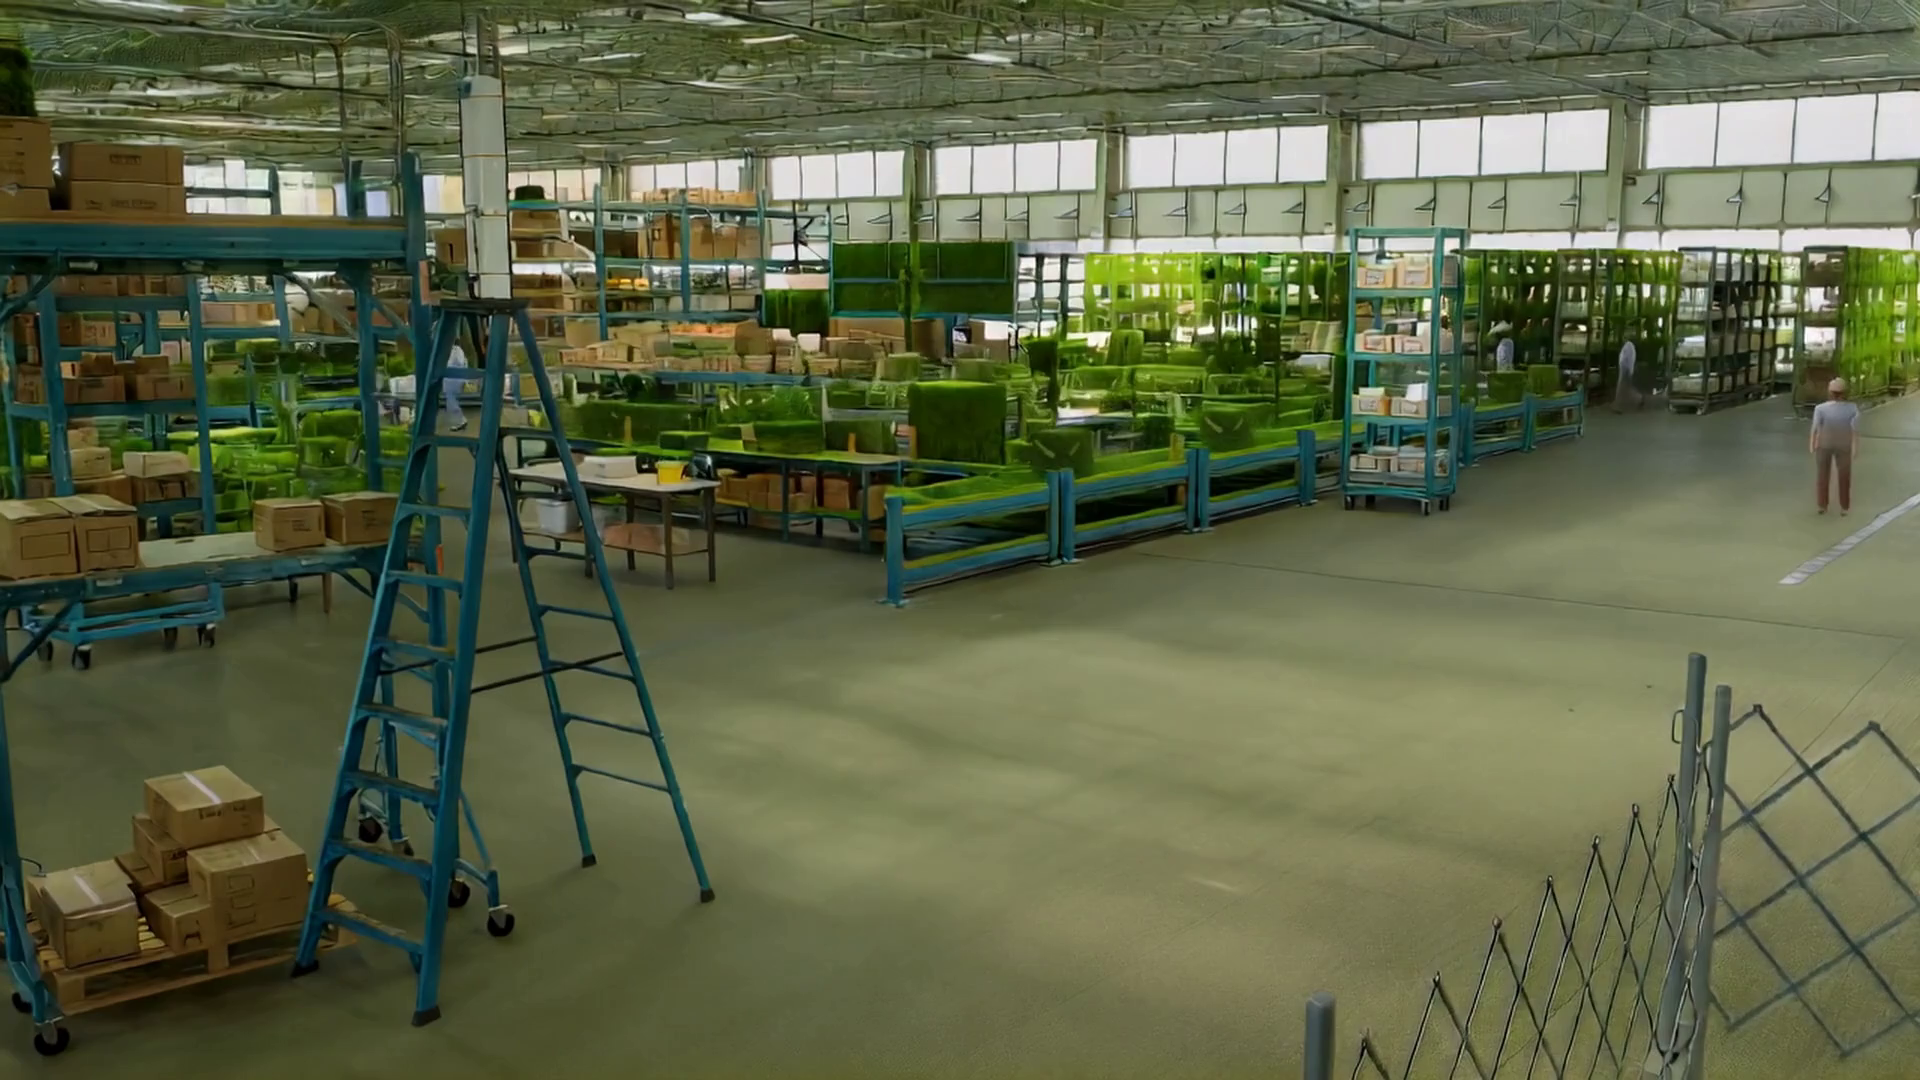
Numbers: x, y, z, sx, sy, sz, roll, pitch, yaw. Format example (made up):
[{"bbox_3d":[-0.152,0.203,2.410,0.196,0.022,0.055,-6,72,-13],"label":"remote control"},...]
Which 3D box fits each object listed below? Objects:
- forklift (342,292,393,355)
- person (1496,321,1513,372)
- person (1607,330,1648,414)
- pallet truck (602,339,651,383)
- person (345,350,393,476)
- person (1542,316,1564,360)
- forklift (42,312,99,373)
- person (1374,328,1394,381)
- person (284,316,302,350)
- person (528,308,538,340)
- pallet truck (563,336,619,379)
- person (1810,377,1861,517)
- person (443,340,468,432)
[{"bbox_3d":[-16.485,-5.622,45.120,1.129,2.768,1.873,7,11,37],"label":"forklift"},{"bbox_3d":[11.294,-3.518,34.589,0.392,2.045,0.608,3,10,19],"label":"person"},{"bbox_3d":[14.470,-3.620,35.933,0.742,1.822,0.571,6,11,34],"label":"person"},{"bbox_3d":[-8.991,-4.871,45.351,0.653,1.274,1.630,7,11,37],"label":"pallet truck"},{"bbox_3d":[-8.828,-1.888,24.891,0.946,1.903,0.545,-6,11,-34],"label":"person"},{"bbox_3d":[17.003,-5.578,47.653,0.632,1.973,0.456,4,10,22],"label":"person"},{"bbox_3d":[-23.779,-5.451,44.052,1.873,2.768,1.129,7,11,36],"label":"forklift"},{"bbox_3d":[10.079,-4.215,39.850,0.963,1.766,0.661,2,9,11],"label":"person"},{"bbox_3d":[-18.318,-5.200,45.579,0.690,1.882,0.655,-8,12,-40],"label":"person"},{"bbox_3d":[-16.042,-7.839,62.553,0.889,1.719,0.539,-7,12,-38],"label":"person"},{"bbox_3d":[-10.690,-5.294,48.215,1.601,1.201,0.680,-5,10,-26],"label":"pallet truck"},{"bbox_3d":[10.911,-1.157,20.747,0.534,1.760,0.351,6,11,33],"label":"person"},{"bbox_3d":[-9.790,-3.019,31.949,0.430,1.885,0.644,2,9,13],"label":"person"}]
